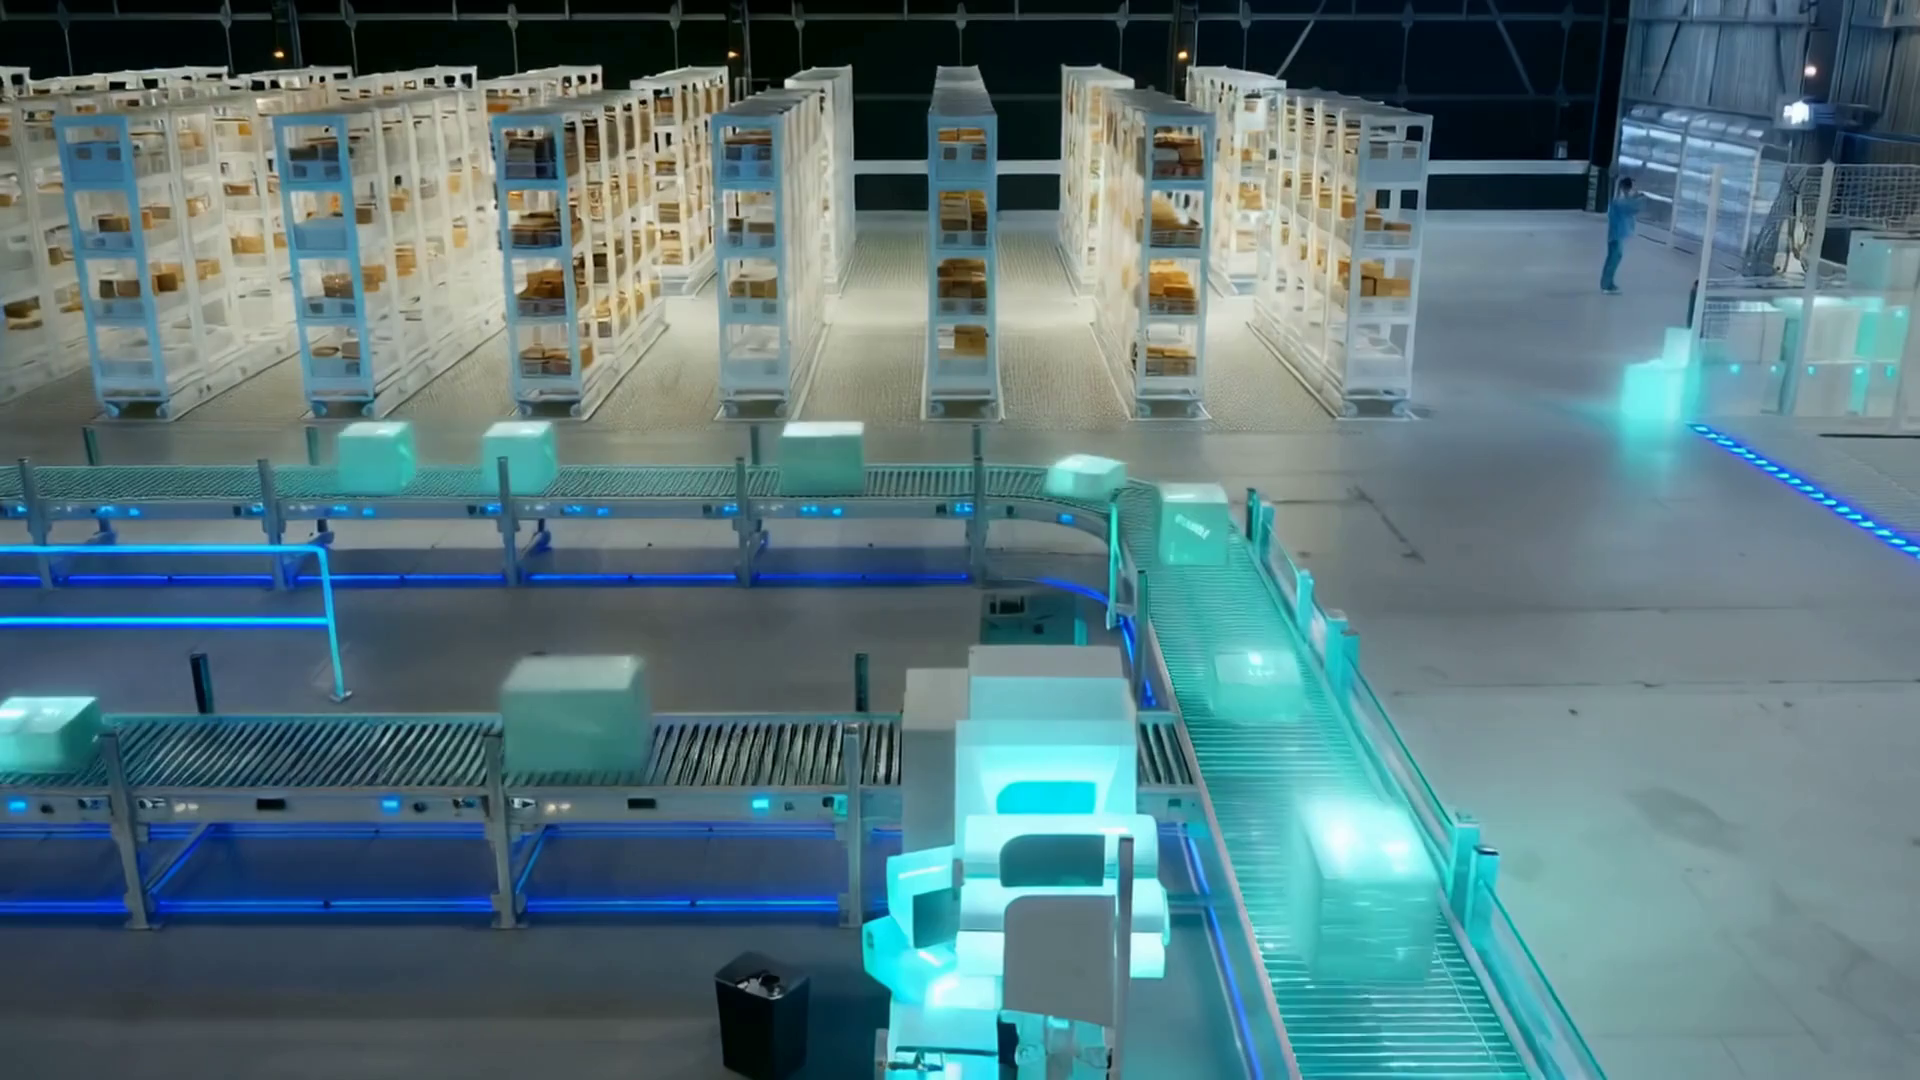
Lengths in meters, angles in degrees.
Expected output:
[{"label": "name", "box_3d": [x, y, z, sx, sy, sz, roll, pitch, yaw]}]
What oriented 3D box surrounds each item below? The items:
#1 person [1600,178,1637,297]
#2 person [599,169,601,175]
[{"label": "person", "box_3d": [11.182, -5.128, 28.235, 0.400, 1.987, 0.608, 1, 18, 4]}, {"label": "person", "box_3d": [-7.671, -7.302, 35.199, 0.423, 1.818, 0.597, -3, 18, -10]}]
